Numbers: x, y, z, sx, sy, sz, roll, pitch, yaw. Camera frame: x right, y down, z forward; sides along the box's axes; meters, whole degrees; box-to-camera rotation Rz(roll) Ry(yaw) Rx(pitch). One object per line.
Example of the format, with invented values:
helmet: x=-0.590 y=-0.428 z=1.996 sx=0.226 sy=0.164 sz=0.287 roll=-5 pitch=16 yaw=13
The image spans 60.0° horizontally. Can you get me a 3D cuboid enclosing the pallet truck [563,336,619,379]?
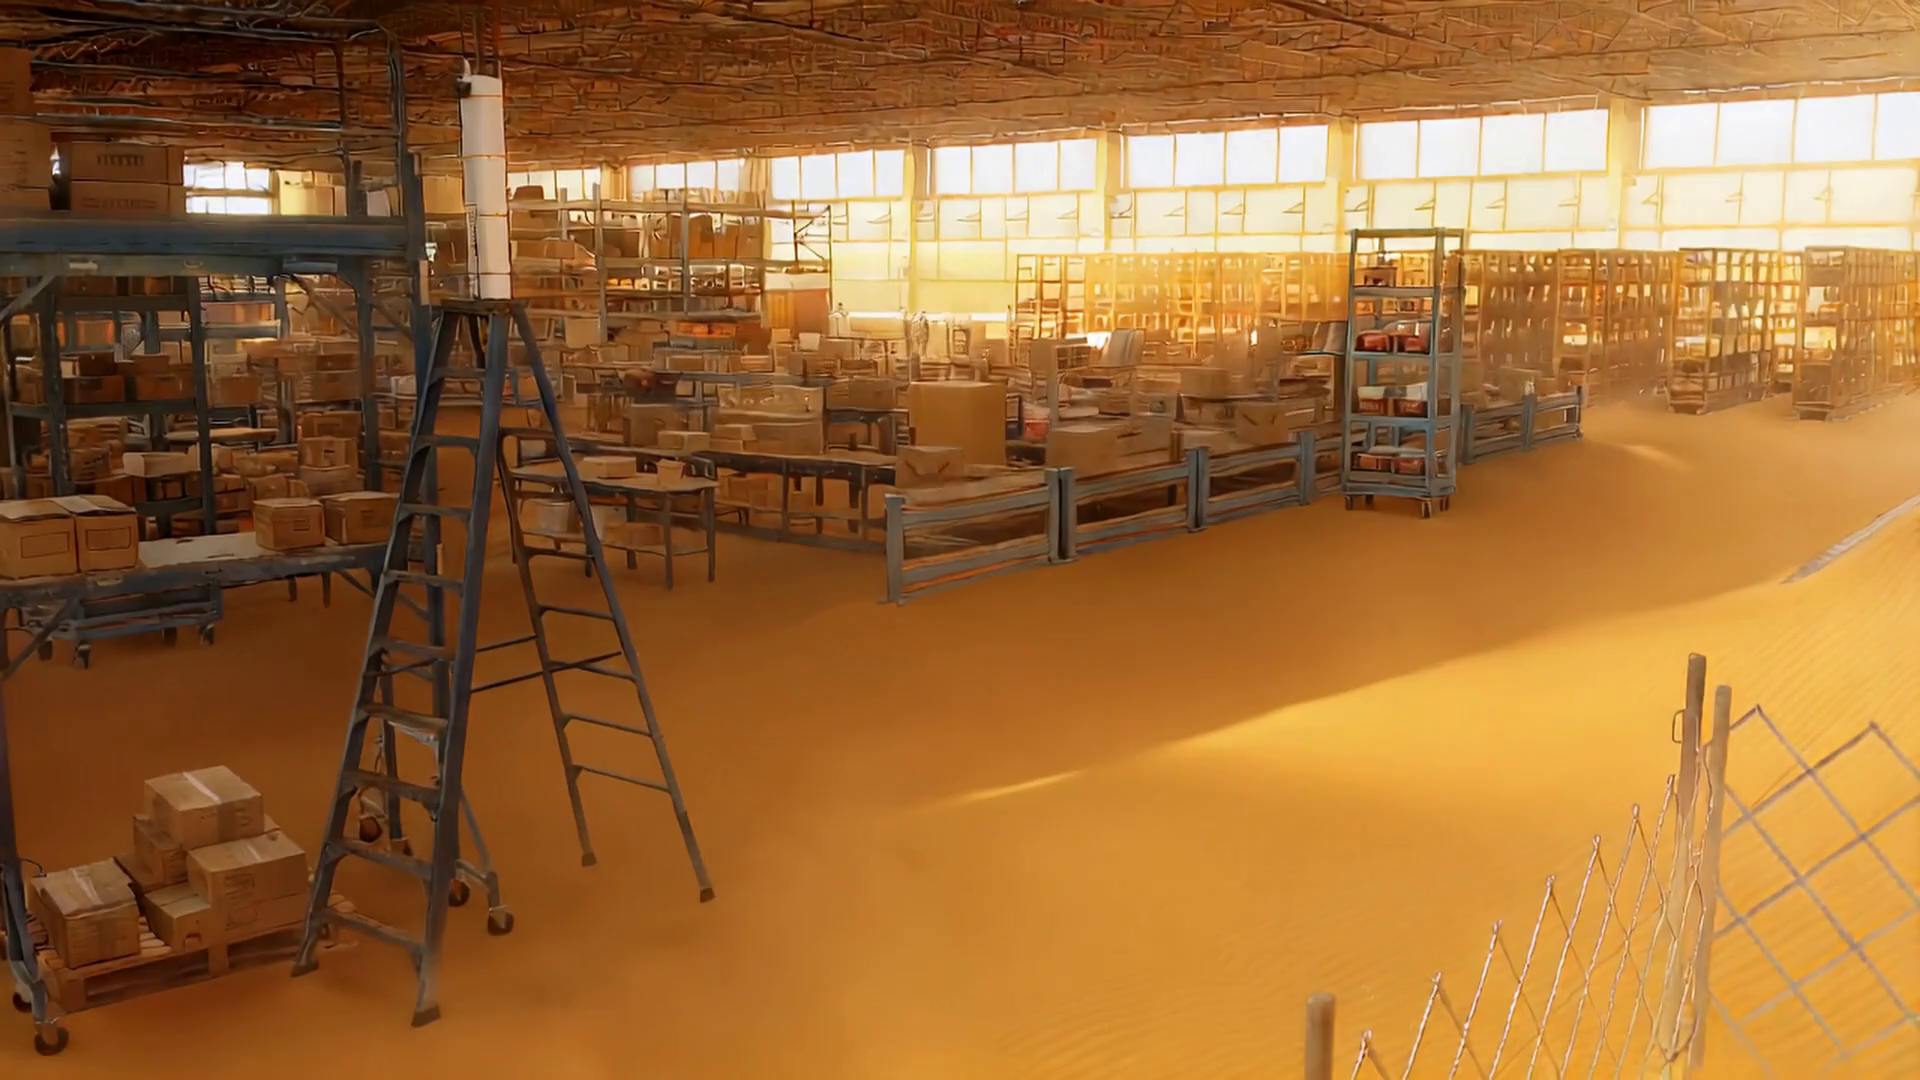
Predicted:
pallet truck: x=-10.690 y=-5.294 z=48.215 sx=1.601 sy=1.201 sz=0.680 roll=-5 pitch=10 yaw=-26

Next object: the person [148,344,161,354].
person: x=-18.004 y=-3.711 z=37.177 sx=0.494 sy=1.609 sz=0.551 roll=-7 pitch=12 yaw=-38

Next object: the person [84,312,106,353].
person: x=-26.260 y=-6.011 z=50.594 sx=0.637 sy=1.904 sz=0.403 roll=3 pitch=10 yaw=17

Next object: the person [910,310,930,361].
person: x=-1.229 y=-6.040 z=50.702 sx=0.617 sy=1.931 sz=0.466 roll=1 pitch=9 yaw=6

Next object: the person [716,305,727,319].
person: x=-8.839 y=-7.720 z=61.322 sx=0.565 sy=1.882 sz=1.015 roll=9 pitch=13 yaw=43

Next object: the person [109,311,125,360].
person: x=-25.276 y=-5.980 z=50.123 sx=1.037 sy=1.982 sz=0.650 roll=-8 pitch=12 yaw=-43

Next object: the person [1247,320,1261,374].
person: x=8.085 y=-5.046 z=44.997 sx=0.608 sy=1.766 sz=0.948 roll=3 pitch=10 yaw=19

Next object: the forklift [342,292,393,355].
forklift: x=-16.485 y=-5.622 z=45.120 sx=1.129 sy=2.768 sz=1.873 roll=7 pitch=11 yaw=37

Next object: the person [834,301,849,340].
person: x=-4.544 y=-8.142 z=63.598 sx=0.612 sy=1.996 sz=0.389 roll=-5 pitch=11 yaw=-30

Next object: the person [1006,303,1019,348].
person: x=2.155 y=-8.759 z=67.954 sx=0.429 sy=1.838 sz=0.621 roll=-6 pitch=11 yaw=-33

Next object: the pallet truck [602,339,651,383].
pallet truck: x=-8.991 y=-4.871 z=45.351 sx=0.653 sy=1.274 sz=1.630 roll=7 pitch=11 yaw=37
